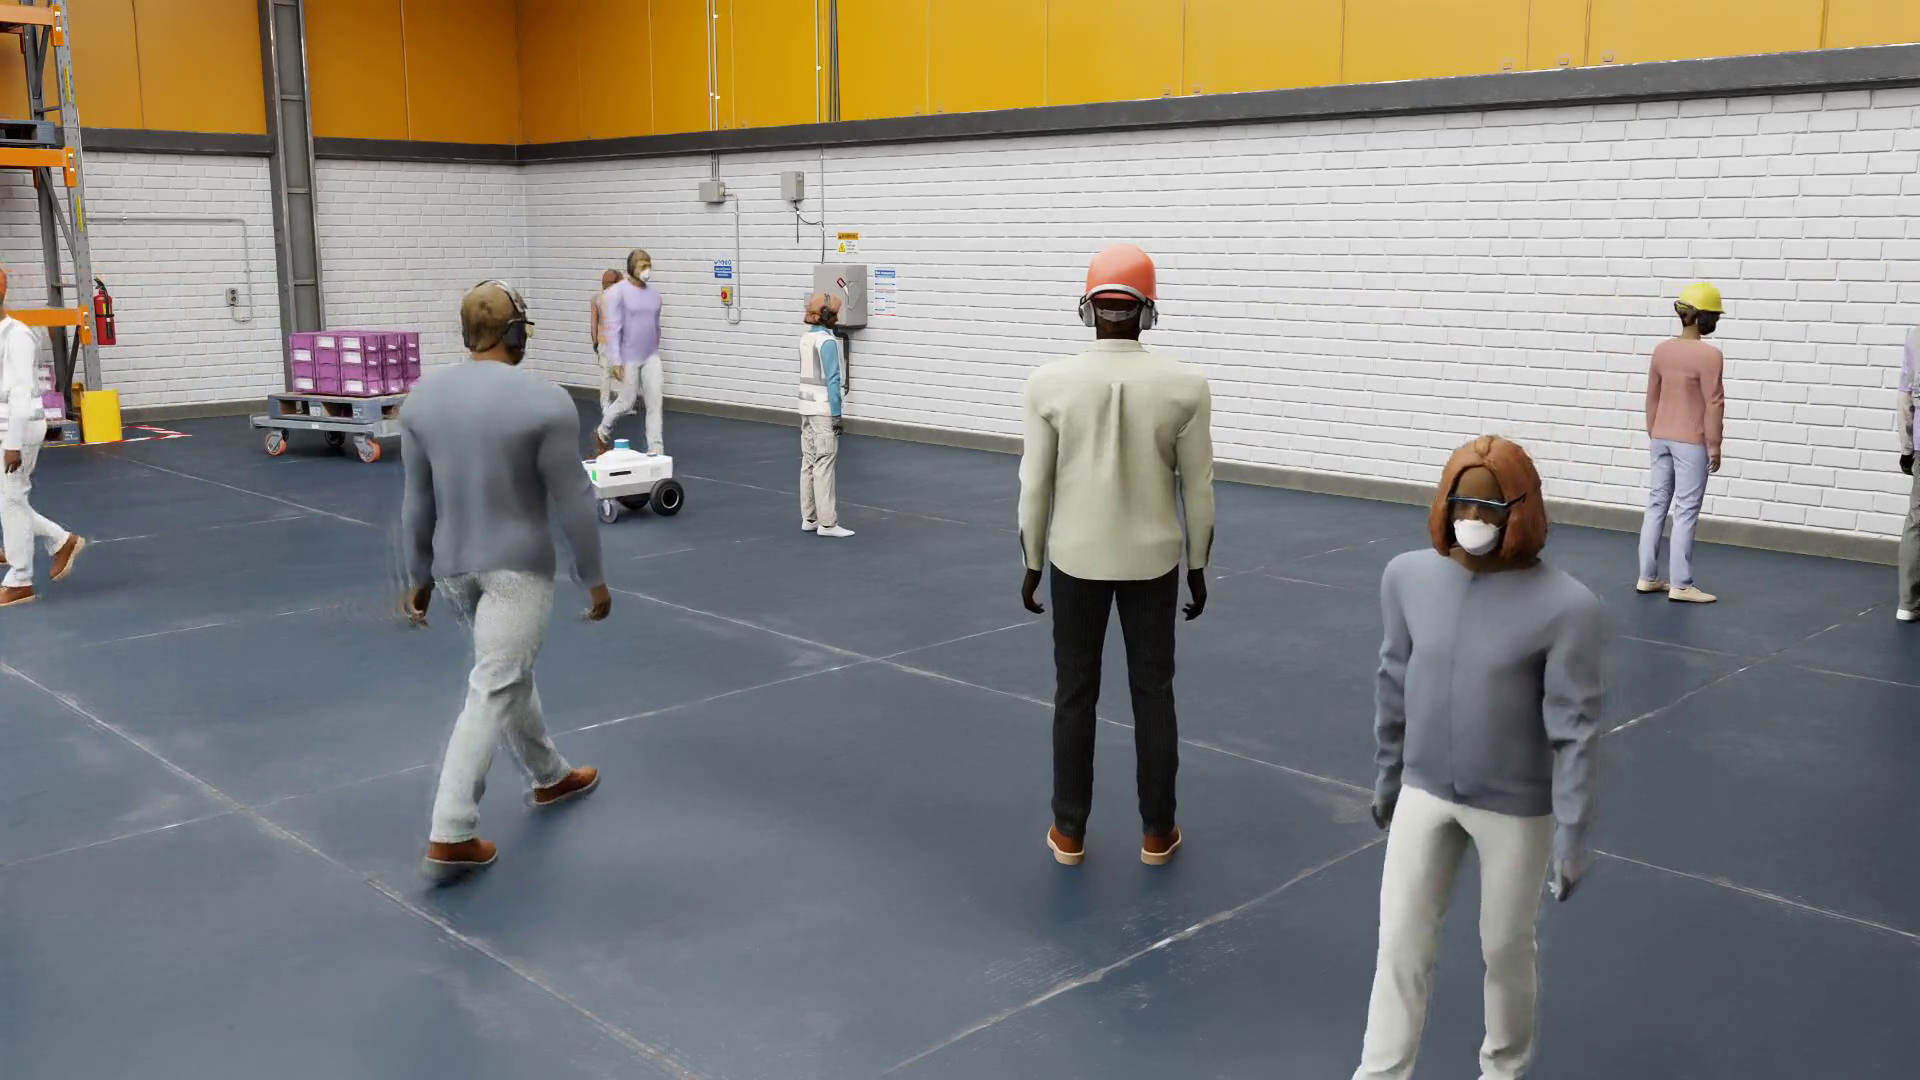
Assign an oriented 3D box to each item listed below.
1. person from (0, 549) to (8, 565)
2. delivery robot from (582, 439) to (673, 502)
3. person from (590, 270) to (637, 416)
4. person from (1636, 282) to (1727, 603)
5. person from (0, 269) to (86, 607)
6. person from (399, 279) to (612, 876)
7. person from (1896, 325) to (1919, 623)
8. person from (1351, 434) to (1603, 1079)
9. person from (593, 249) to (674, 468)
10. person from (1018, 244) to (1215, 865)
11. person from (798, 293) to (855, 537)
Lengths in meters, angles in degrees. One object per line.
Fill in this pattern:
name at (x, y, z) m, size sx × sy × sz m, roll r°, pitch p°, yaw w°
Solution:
person at (-6.071, -0.716, 9.985) m, size 0.720 × 1.861 × 0.348 m, roll -8°, pitch 13°, yaw -37°
delivery robot at (-2.428, -0.479, 11.955) m, size 0.707 × 0.478 × 0.477 m, roll -10°, pitch 14°, yaw -43°
person at (-3.882, -2.207, 18.682) m, size 0.522 × 1.636 × 0.310 m, roll 1°, pitch 10°, yaw 4°
person at (4.037, -0.539, 9.239) m, size 0.330 × 1.765 × 0.533 m, roll -3°, pitch 11°, yaw -17°
person at (-5.177, -0.574, 9.157) m, size 0.575 × 1.868 × 0.558 m, roll 7°, pitch 13°, yaw 35°
person at (-1.512, 0.099, 5.468) m, size 0.652 × 1.889 × 1.045 m, roll 4°, pitch 11°, yaw 22°
person at (5.108, -0.492, 8.546) m, size 0.384 × 1.924 × 0.589 m, roll -5°, pitch 12°, yaw -25°
person at (1.064, 0.584, 3.523) m, size 0.525 × 1.599 × 0.694 m, roll 8°, pitch 13°, yaw 38°
person at (-2.876, -1.585, 14.556) m, size 0.832 × 1.913 × 0.635 m, roll 9°, pitch 14°, yaw 39°
person at (0.497, 0.061, 5.334) m, size 0.623 × 1.993 × 0.385 m, roll 1°, pitch 10°, yaw 3°
person at (-0.930, -0.838, 11.210) m, size 0.310 × 1.640 × 0.514 m, roll -5°, pitch 12°, yaw -28°
